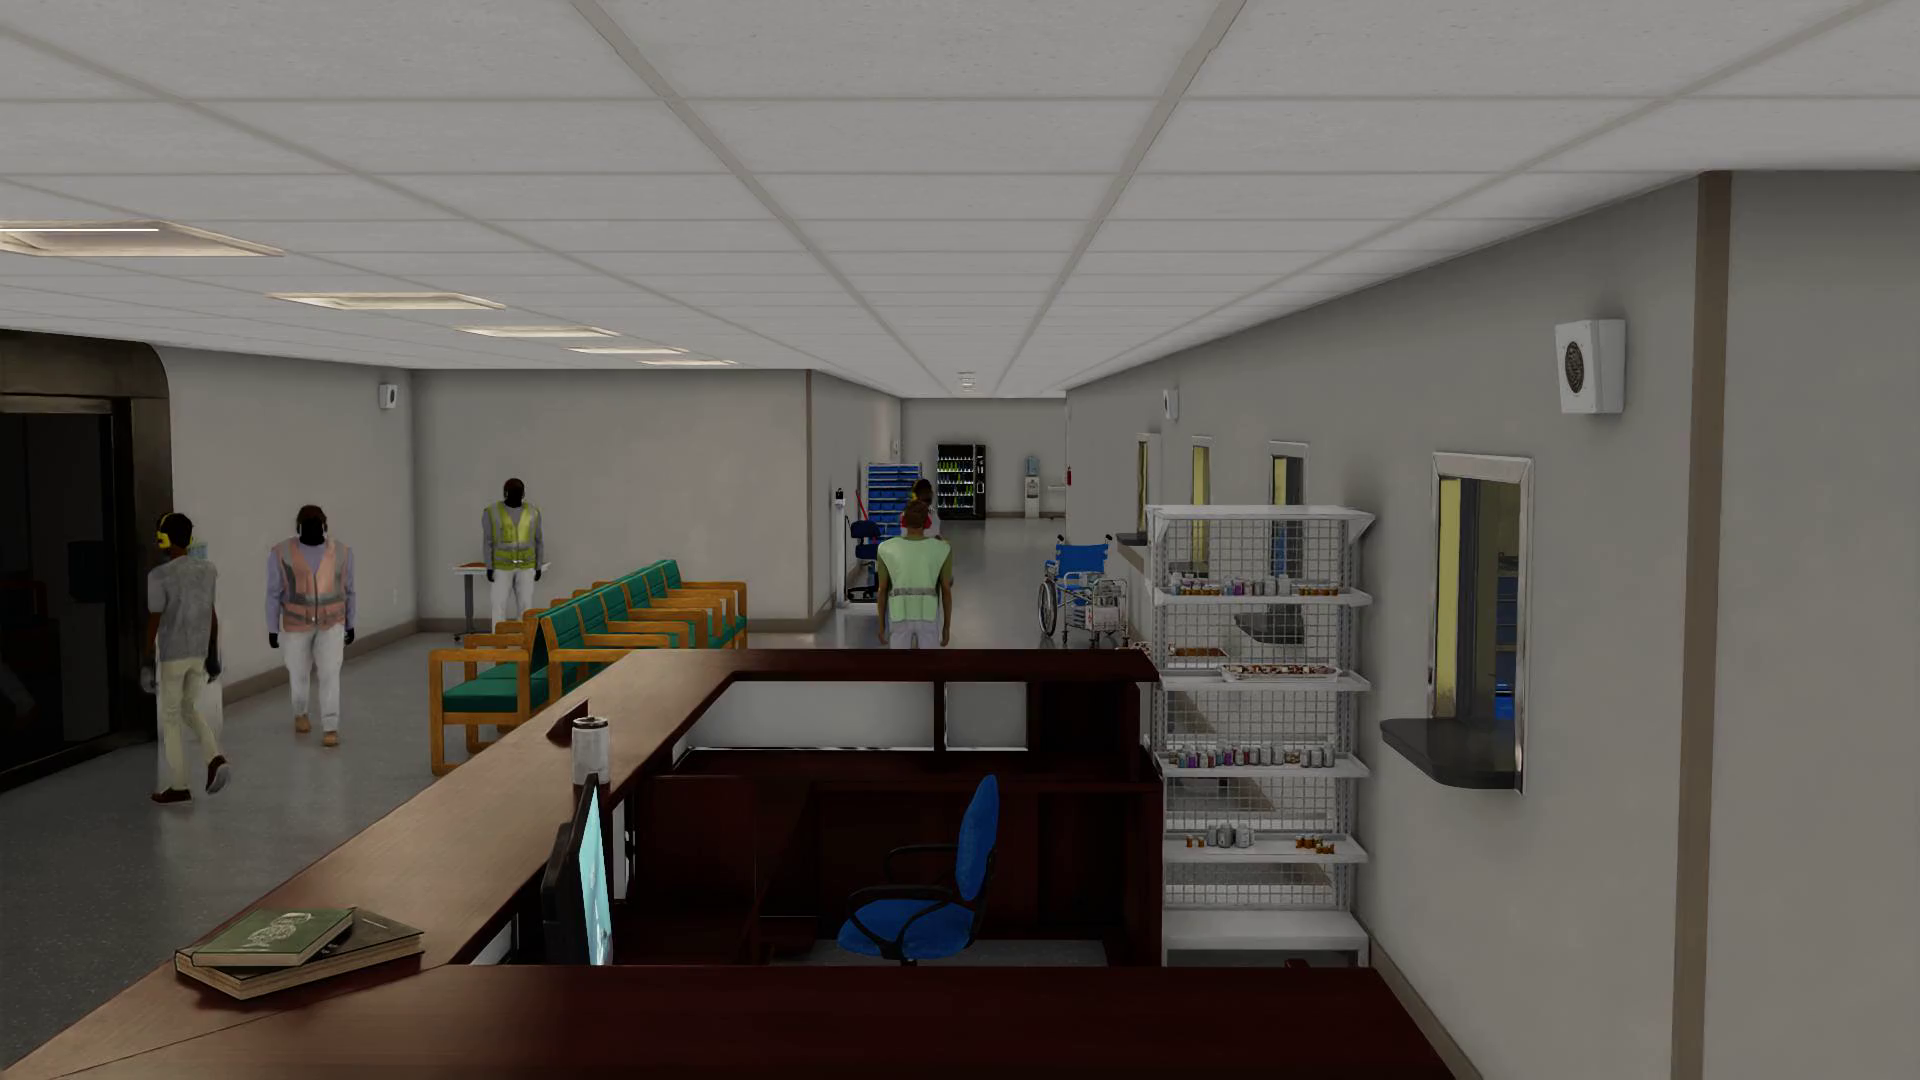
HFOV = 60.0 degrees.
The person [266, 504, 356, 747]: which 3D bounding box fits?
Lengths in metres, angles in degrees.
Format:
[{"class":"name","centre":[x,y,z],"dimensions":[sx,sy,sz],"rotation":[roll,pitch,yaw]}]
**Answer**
[{"class":"person","centre":[-4.930,0.621,12.642],"dimensions":[0.639,1.810,0.920],"rotation":[-2,5,-25]}]

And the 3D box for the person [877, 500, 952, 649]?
[{"class":"person","centre":[-0.336,0.622,12.380],"dimensions":[0.560,1.839,0.393],"rotation":[0,4,-4]}]

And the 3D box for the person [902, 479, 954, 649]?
[{"class":"person","centre":[-0.303,0.313,16.635],"dimensions":[0.475,1.853,0.583],"rotation":[3,5,34]}]

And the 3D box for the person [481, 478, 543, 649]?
[{"class":"person","centre":[-4.633,0.275,17.265],"dimensions":[0.626,1.841,0.429],"rotation":[-2,5,-28]}]

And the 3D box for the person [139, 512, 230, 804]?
[{"class":"person","centre":[-4.891,0.749,10.446],"dimensions":[0.447,1.850,0.567],"rotation":[2,4,23]}]
